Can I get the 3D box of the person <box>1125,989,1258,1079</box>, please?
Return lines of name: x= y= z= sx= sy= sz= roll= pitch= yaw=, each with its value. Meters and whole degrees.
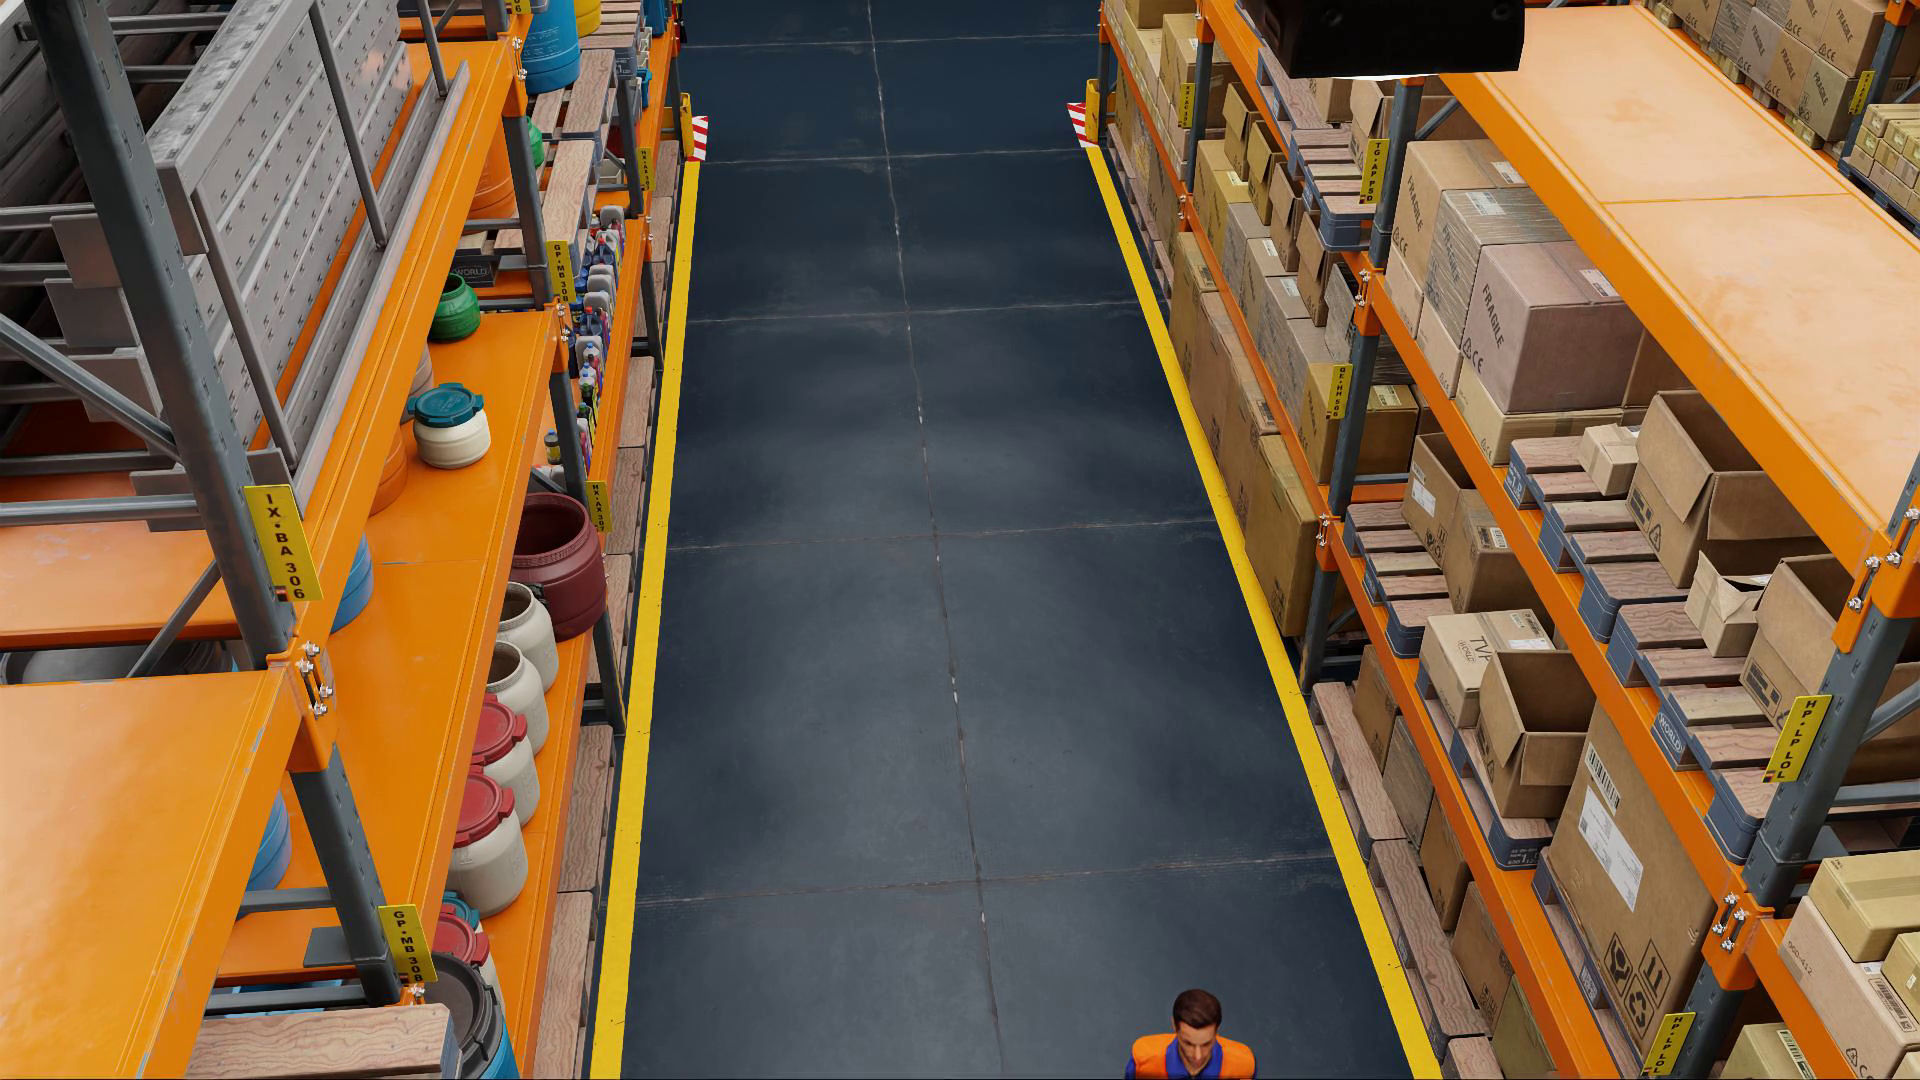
person: x=0.835 y=2.343 z=6.394 sx=0.696 sy=1.863 sz=0.610 roll=-1 pitch=37 yaw=-1
